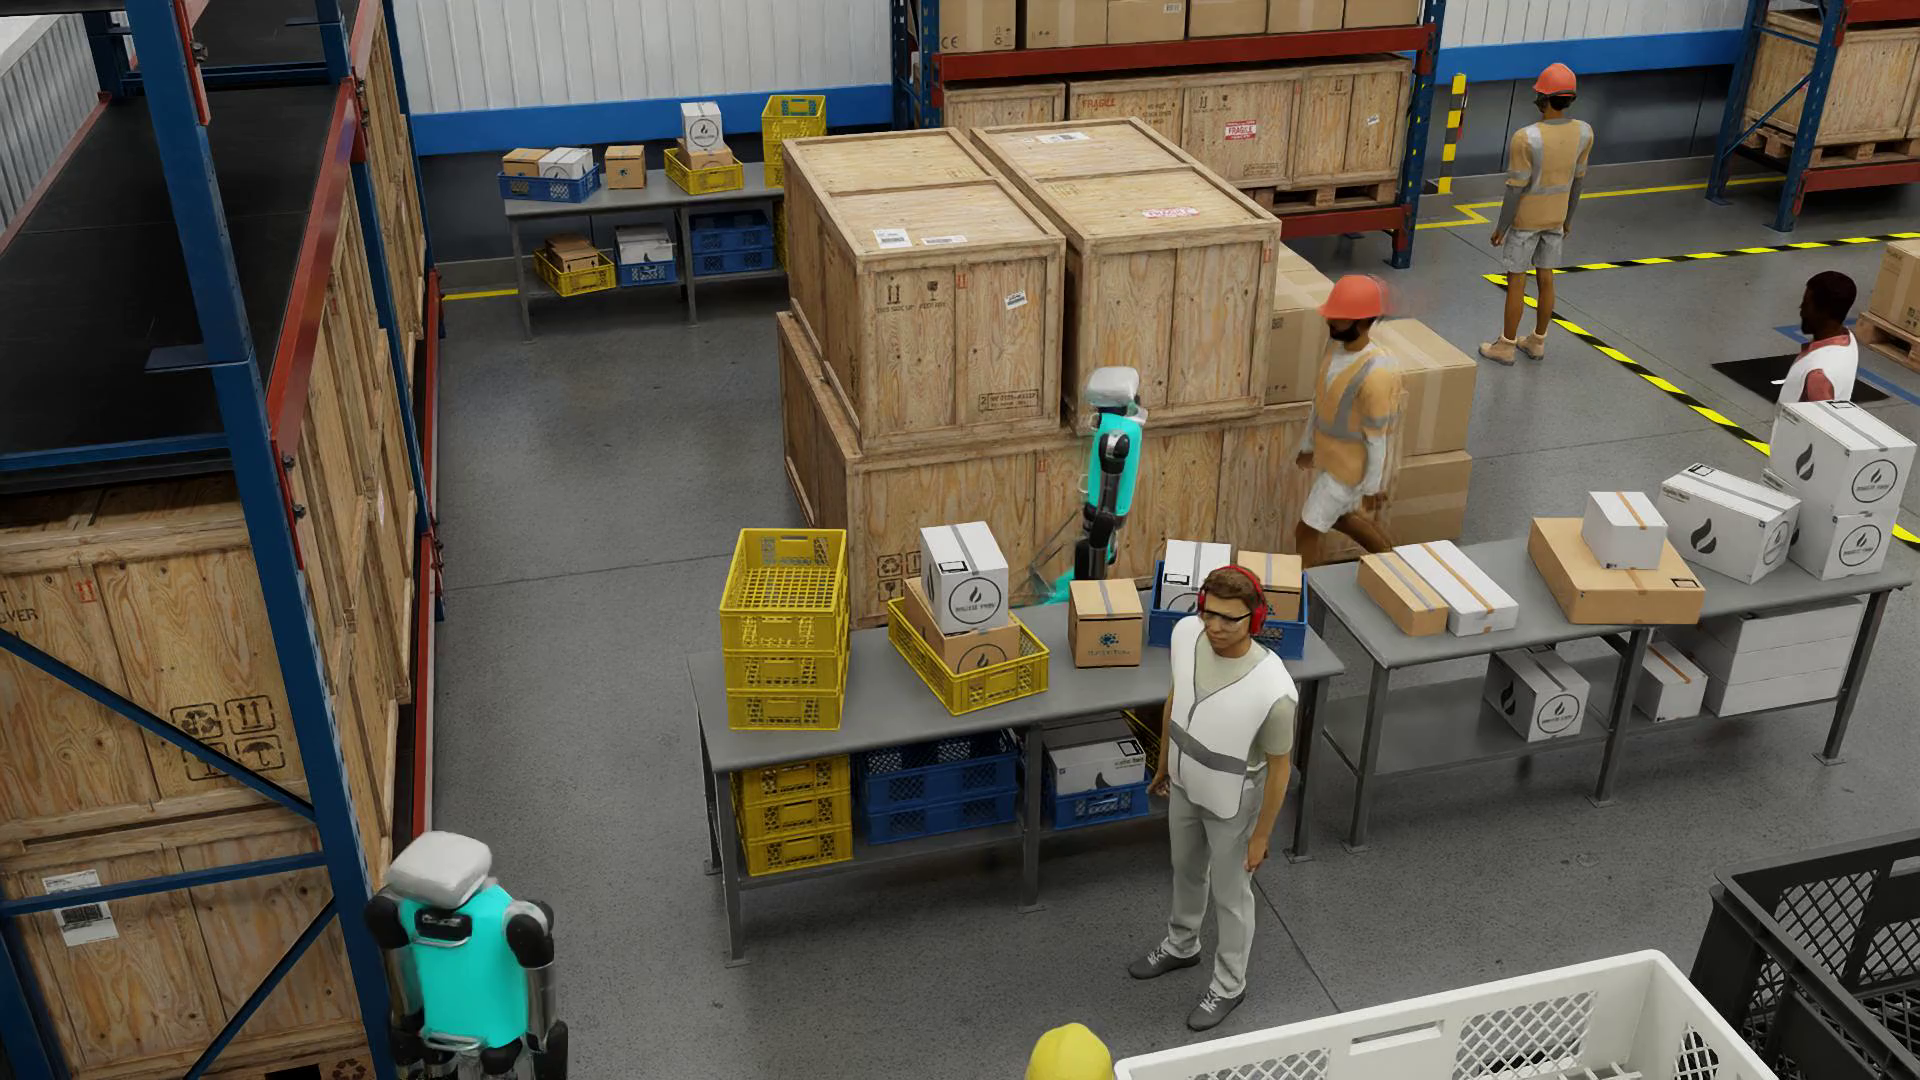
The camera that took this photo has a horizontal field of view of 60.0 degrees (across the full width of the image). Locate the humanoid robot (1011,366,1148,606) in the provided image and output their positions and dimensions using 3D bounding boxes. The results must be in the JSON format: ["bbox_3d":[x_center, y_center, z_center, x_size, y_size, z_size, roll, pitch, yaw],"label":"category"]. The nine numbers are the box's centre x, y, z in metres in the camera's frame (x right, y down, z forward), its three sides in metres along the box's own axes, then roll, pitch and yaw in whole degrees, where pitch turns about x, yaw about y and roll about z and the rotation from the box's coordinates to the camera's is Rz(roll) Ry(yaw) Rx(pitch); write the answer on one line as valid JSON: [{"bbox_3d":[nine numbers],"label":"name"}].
[{"bbox_3d":[0.376,0.053,7.556,0.875,1.829,0.547,6,29,10],"label":"humanoid robot"}]

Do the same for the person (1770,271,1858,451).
[{"bbox_3d":[4.091,-0.381,8.100,0.380,1.916,0.590,15,32,26],"label":"person"}]

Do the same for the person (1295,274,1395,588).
[{"bbox_3d":[1.932,-0.419,8.181,0.926,1.903,0.547,-4,29,-8],"label":"person"}]

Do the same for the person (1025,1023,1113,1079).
[{"bbox_3d":[0.242,1.895,4.123,0.524,1.768,0.326,6,29,10],"label":"person"}]

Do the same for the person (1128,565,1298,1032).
[{"bbox_3d":[0.907,0.892,5.857,0.378,1.847,0.568,-18,34,-30],"label":"person"}]

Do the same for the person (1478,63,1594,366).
[{"bbox_3d":[3.876,-2.176,11.228,0.604,2.045,0.375,-9,30,-16],"label":"person"}]

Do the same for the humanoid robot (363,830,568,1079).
[{"bbox_3d":[-1.376,1.747,4.528,0.566,1.875,0.792,6,29,11],"label":"humanoid robot"}]
